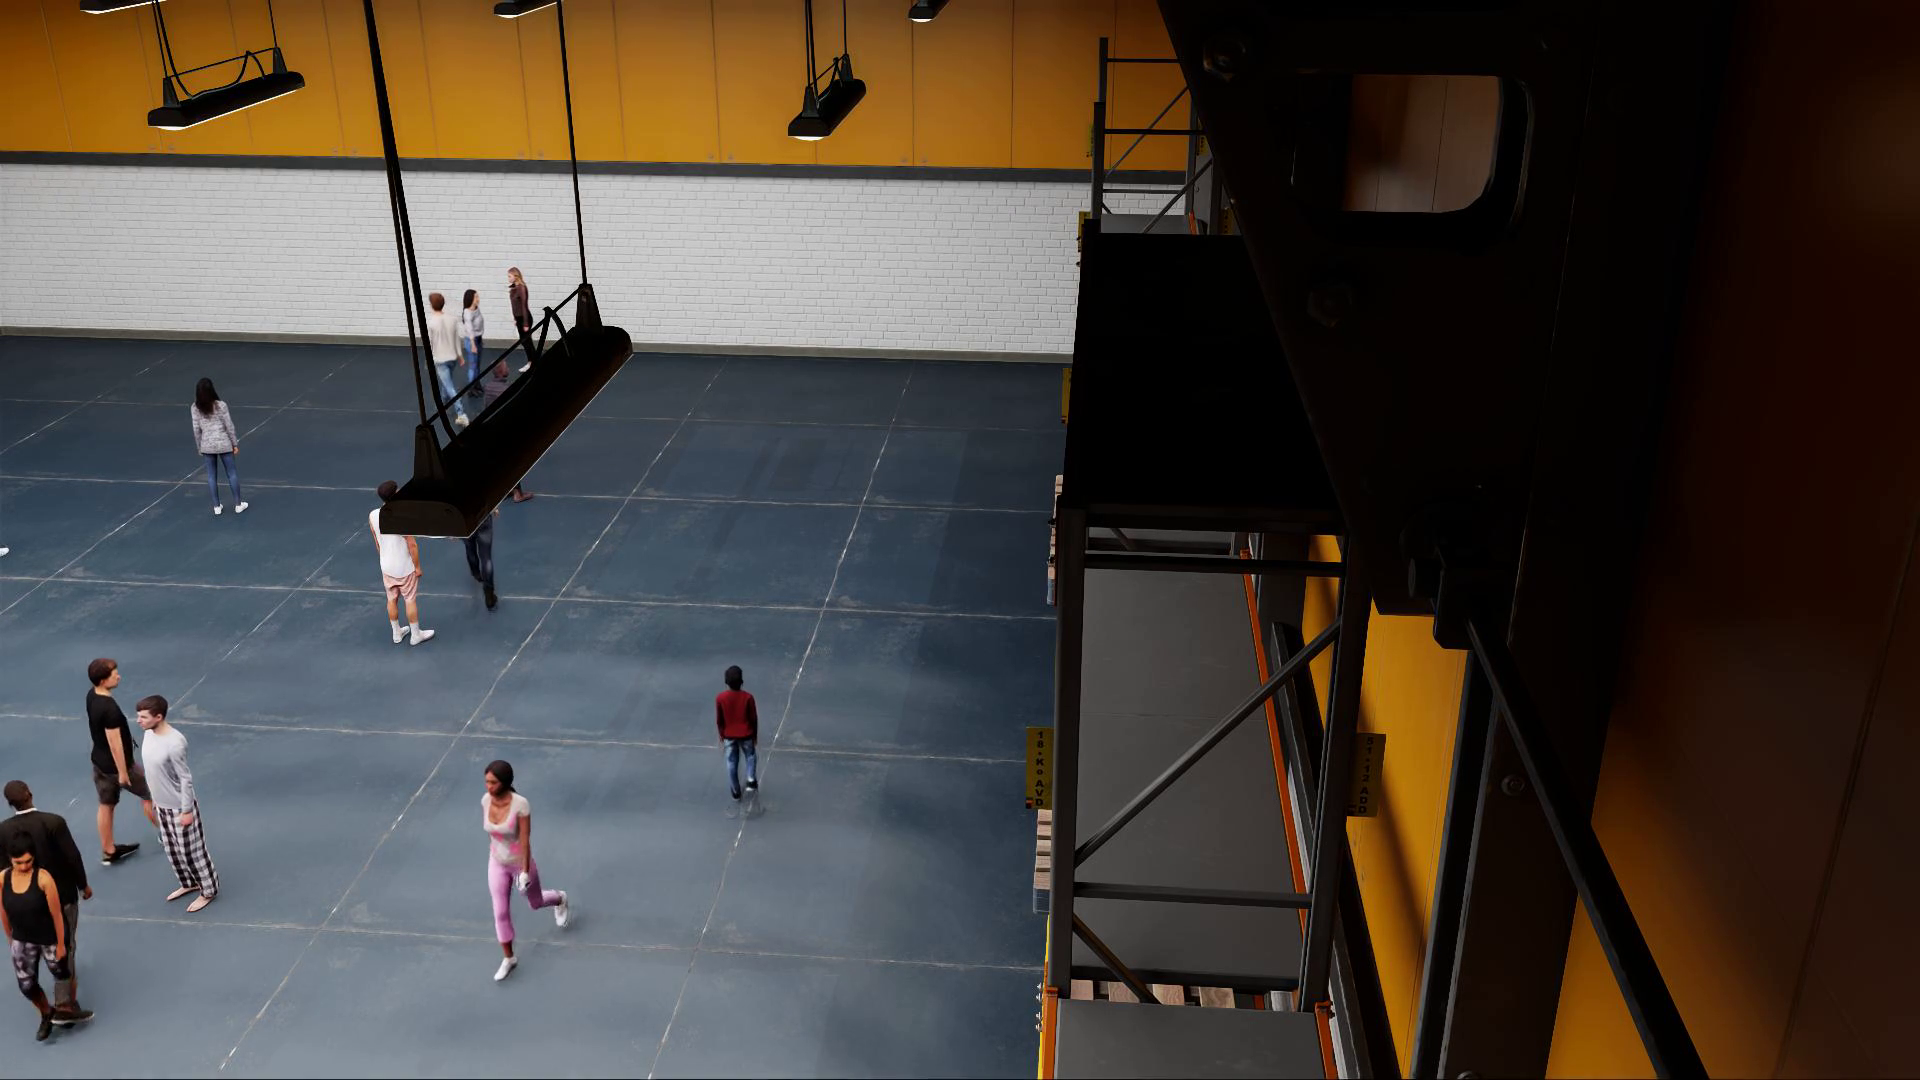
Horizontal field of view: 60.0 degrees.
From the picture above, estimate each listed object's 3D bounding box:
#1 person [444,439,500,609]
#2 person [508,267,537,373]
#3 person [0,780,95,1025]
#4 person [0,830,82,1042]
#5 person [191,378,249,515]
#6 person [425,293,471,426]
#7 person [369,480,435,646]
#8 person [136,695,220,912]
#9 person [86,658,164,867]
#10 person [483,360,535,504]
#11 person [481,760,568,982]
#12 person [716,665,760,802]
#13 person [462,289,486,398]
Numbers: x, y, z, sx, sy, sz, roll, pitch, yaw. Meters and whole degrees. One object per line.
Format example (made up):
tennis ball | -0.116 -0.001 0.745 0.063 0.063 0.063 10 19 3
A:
person | -5.263 -0.150 18.057 1.049 1.836 1.343 -7 25 -16
person | -6.711 -3.379 25.617 0.754 1.696 0.678 -15 28 -31
person | -6.521 2.594 11.885 0.842 1.750 1.145 0 24 0
person | -6.444 2.724 11.712 0.667 1.651 0.689 -3 24 -6
person | -9.176 -1.167 20.514 0.672 1.731 0.611 -4 24 -9
person | -7.211 -2.501 23.409 1.230 1.855 1.246 22 32 40
person | -5.829 0.240 17.223 0.686 1.789 0.647 8 25 17
person | -6.154 2.038 13.036 0.706 1.847 0.704 16 28 32
person | -6.973 1.831 13.536 1.011 1.827 1.128 18 29 35
person | -5.702 -1.376 20.860 0.774 1.837 0.732 13 27 27
person | -3.274 2.384 12.408 0.713 1.717 1.118 7 25 16
person | -1.946 1.716 14.530 0.548 1.241 0.563 -3 24 -7
person | -7.231 -2.937 24.692 0.663 1.627 0.482 2 24 6
